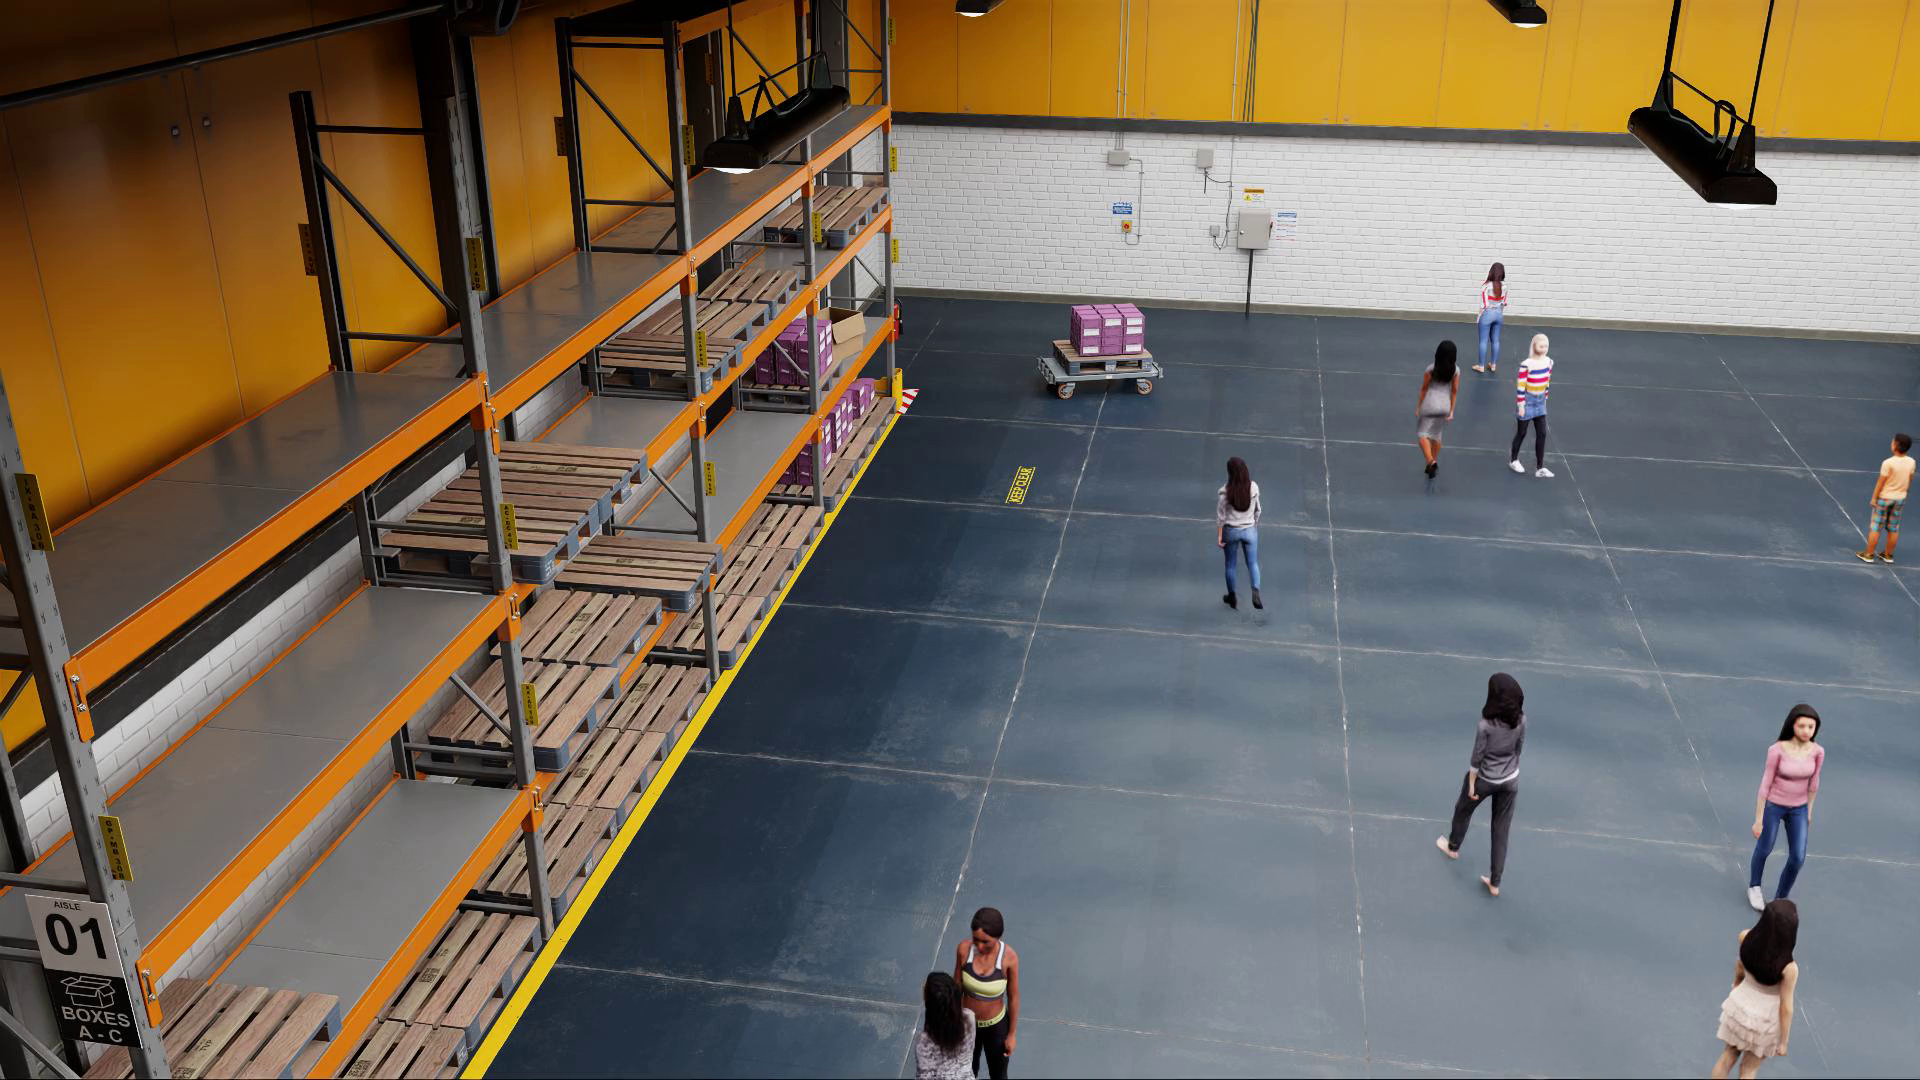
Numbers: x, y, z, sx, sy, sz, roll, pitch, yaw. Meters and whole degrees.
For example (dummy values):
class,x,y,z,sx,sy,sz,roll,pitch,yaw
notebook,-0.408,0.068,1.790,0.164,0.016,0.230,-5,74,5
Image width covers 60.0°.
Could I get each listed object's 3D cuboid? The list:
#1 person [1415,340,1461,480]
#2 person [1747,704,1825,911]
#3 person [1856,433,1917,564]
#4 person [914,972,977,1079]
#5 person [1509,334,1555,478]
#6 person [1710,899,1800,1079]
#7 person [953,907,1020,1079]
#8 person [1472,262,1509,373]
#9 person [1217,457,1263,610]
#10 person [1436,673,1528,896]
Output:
class,x,y,z,sx,sy,sz,roll,pitch,yaw
person,5.745,-1.531,20.067,0.745,1.767,0.925,-1,24,-3
person,6.005,1.935,12.188,0.629,1.726,0.771,2,24,5
person,10.071,-0.448,17.972,0.571,1.461,0.560,-2,24,-4
person,-0.022,3.212,9.305,1.008,1.697,1.079,-14,27,-30
person,6.943,-1.675,20.373,0.936,1.787,1.056,-8,25,-18
person,4.749,2.886,10.005,0.716,1.734,0.623,-10,25,-21
person,0.147,2.902,9.940,0.580,1.755,0.535,7,25,15
person,7.733,-3.250,24.191,0.654,1.614,0.641,-6,24,-13
person,2.851,-0.029,16.827,0.775,1.609,0.925,-3,24,-6
person,4.016,1.852,12.367,0.821,1.736,1.053,-3,24,-7
